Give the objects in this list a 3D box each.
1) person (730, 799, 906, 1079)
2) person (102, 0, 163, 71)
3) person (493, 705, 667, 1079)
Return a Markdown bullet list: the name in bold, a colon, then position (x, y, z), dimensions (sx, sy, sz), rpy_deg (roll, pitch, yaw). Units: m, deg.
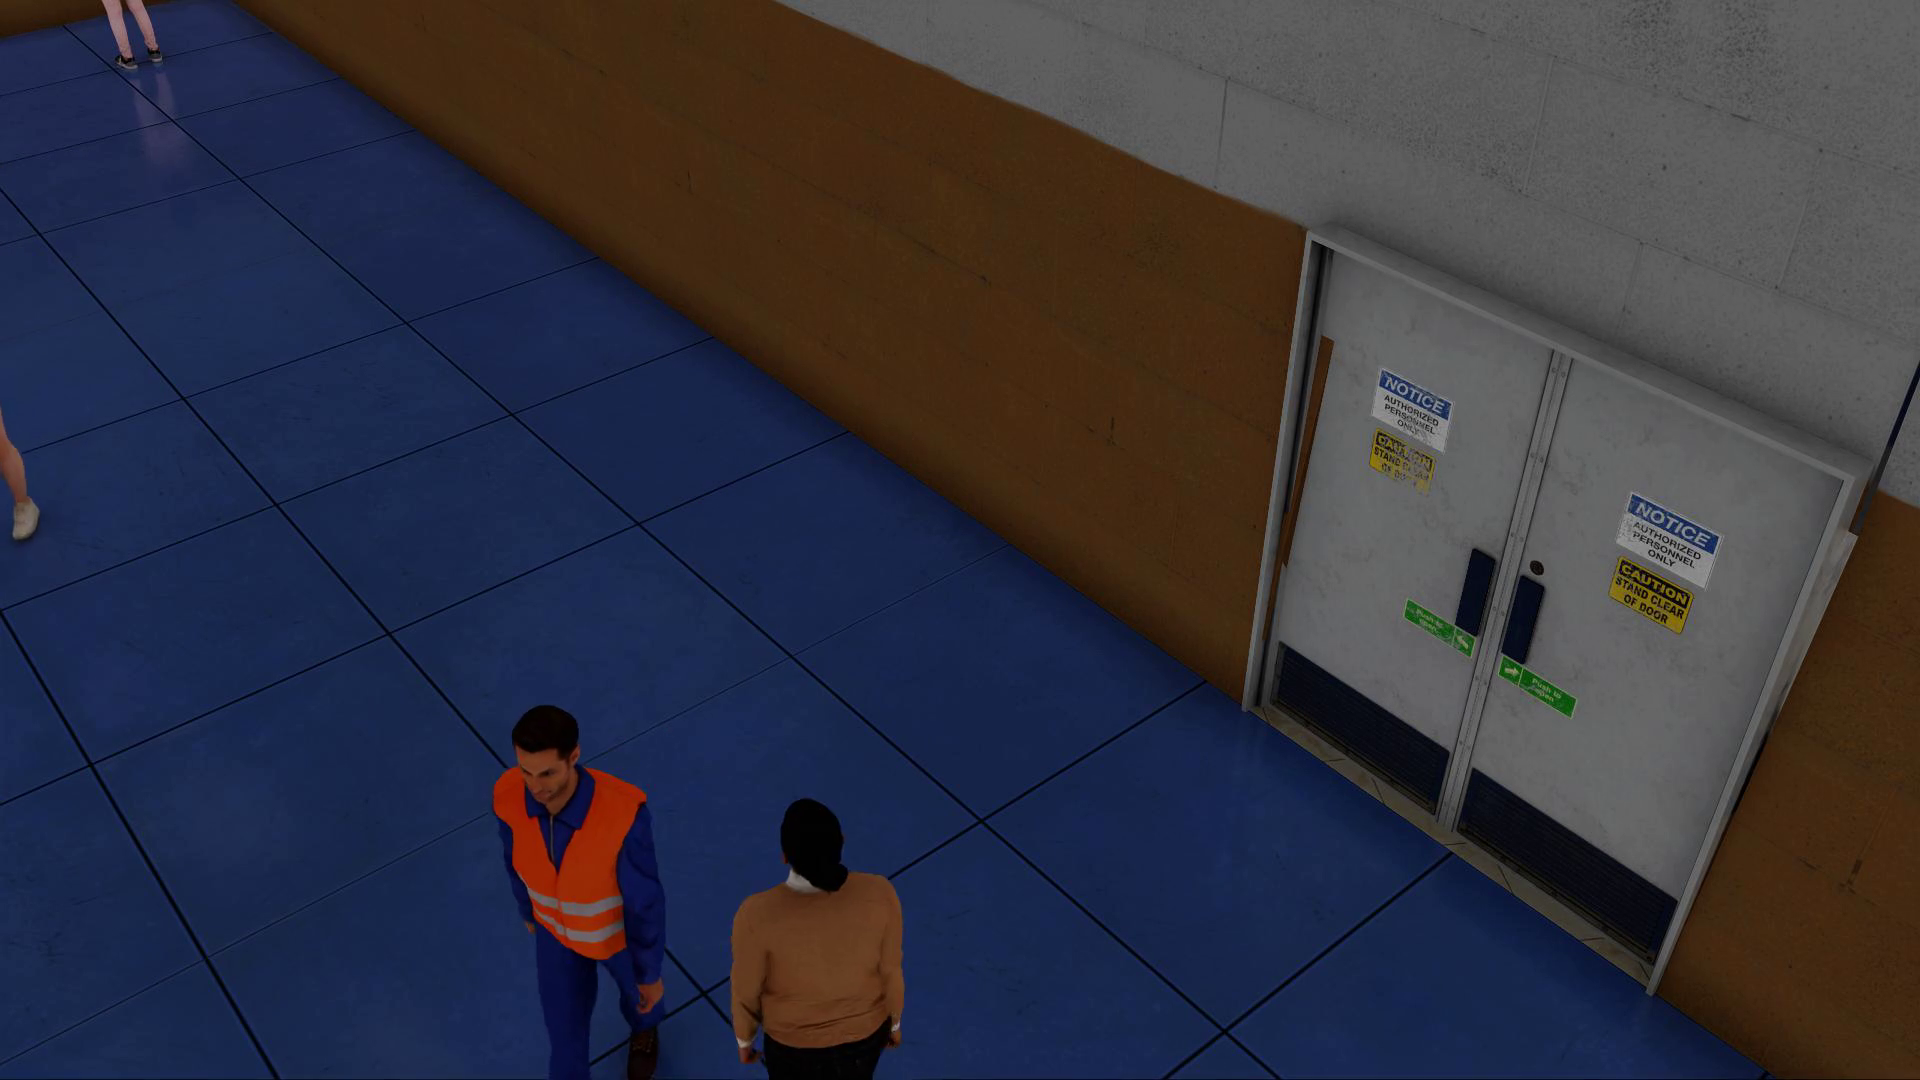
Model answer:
- **person**: position (-0.377, 1.490, 4.844), dimensions (1.110, 1.734, 0.991), rpy_deg (-10, 38, -13)
- **person**: position (-6.600, -4.468, 12.923), dimensions (0.437, 1.564, 0.585), rpy_deg (-27, 44, -31)
- **person**: position (-1.115, 1.146, 5.228), dimensions (1.142, 1.822, 1.194), rpy_deg (2, 37, 3)
